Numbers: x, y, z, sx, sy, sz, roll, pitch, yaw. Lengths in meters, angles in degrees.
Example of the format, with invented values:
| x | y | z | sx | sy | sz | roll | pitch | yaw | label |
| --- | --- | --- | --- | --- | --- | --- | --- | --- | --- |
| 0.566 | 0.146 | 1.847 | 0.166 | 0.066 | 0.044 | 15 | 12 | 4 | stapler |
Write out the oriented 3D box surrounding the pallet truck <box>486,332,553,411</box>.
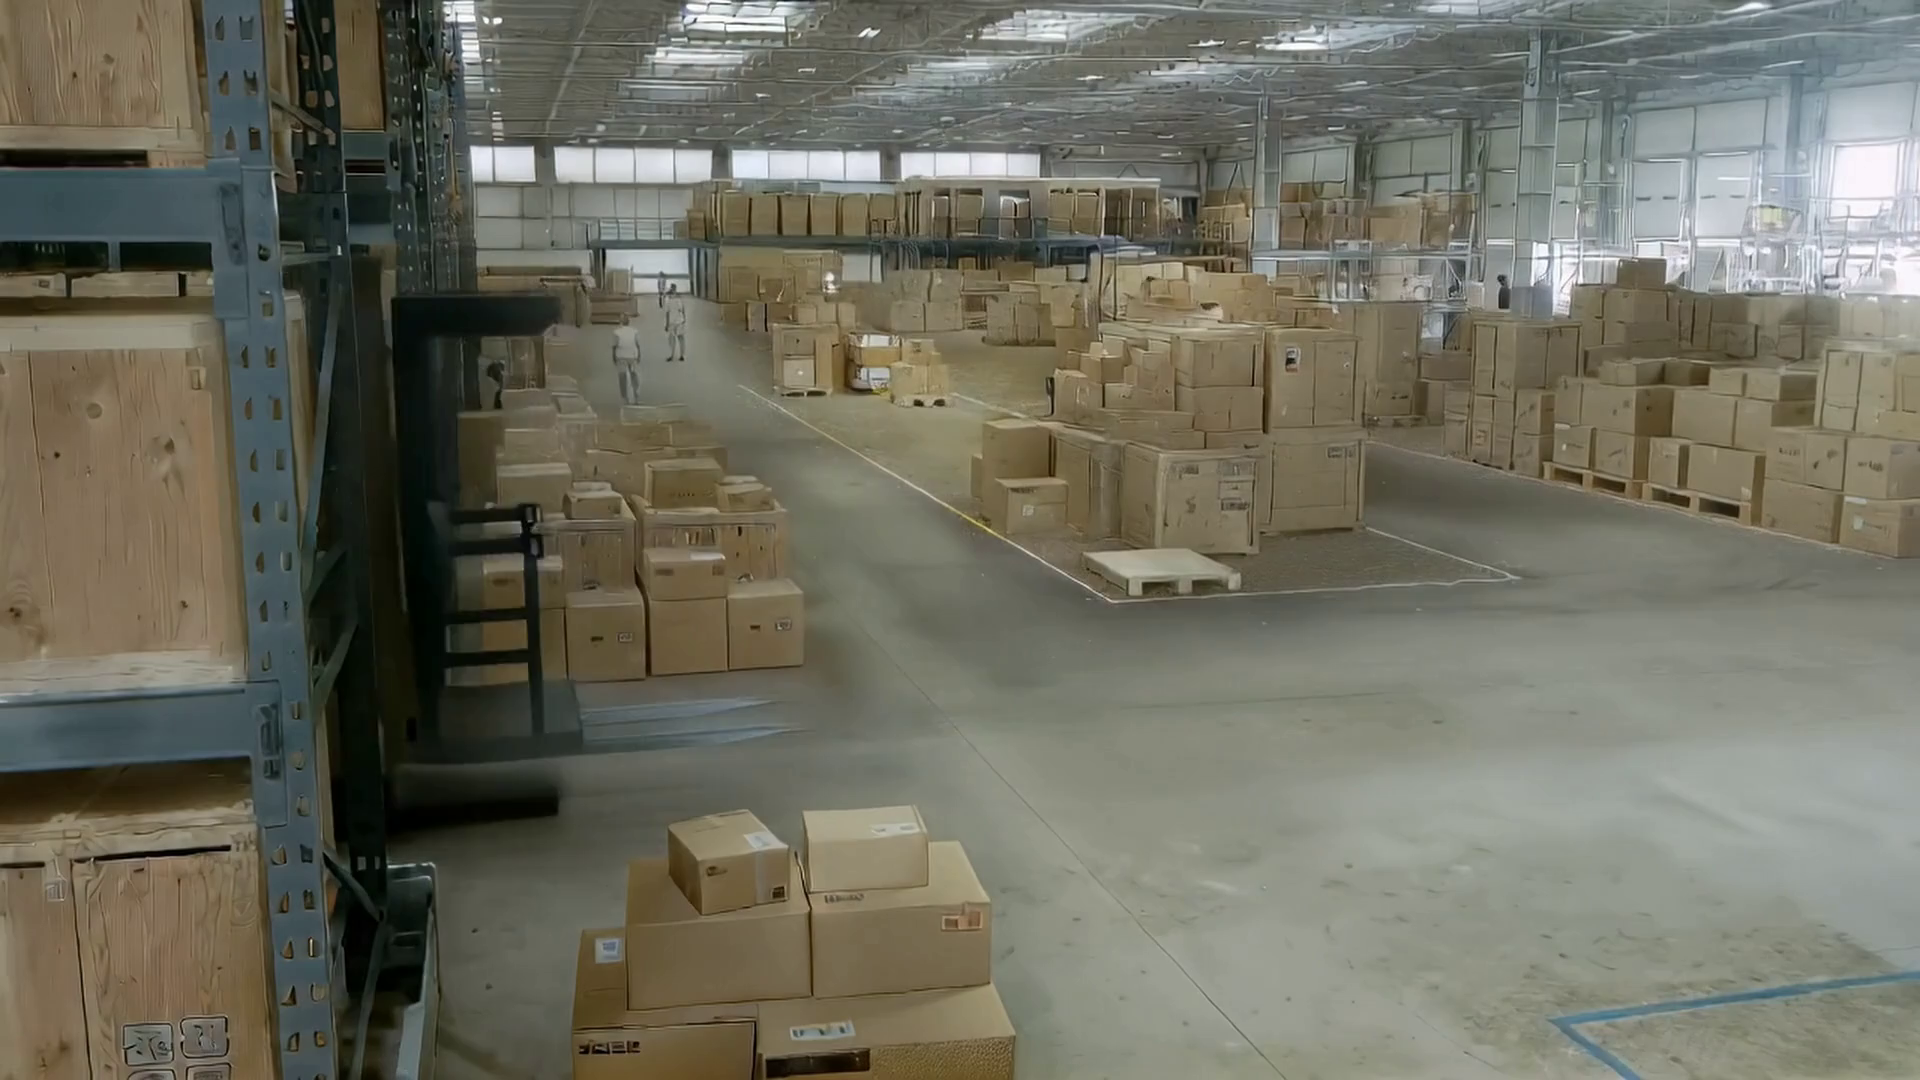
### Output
| x | y | z | sx | sy | sz | roll | pitch | yaw | label |
| --- | --- | --- | --- | --- | --- | --- | --- | --- | --- |
| -6.242 | -2.418 | 24.362 | 0.823 | 1.965 | 1.885 | 1 | 10 | 3 | pallet truck |

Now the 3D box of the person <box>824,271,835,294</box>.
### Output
| x | y | z | sx | sy | sz | roll | pitch | yaw | label |
| --- | --- | --- | --- | --- | --- | --- | --- | --- | --- |
| -4.499 | -8.280 | 57.476 | 0.410 | 2.035 | 0.601 | 0 | 10 | 1 | person |

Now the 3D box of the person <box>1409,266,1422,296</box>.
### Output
| x | y | z | sx | sy | sz | roll | pitch | yaw | label |
| --- | --- | --- | --- | --- | --- | --- | --- | --- | --- |
| 21.068 | -11.686 | 76.975 | 0.664 | 1.949 | 0.550 | -2 | 10 | -9 | person |

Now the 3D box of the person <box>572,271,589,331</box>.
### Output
| x | y | z | sx | sy | sz | roll | pitch | yaw | label |
| --- | --- | --- | --- | --- | --- | --- | --- | --- | --- |
| -12.876 | -8.110 | 56.472 | 0.536 | 2.000 | 0.684 | -3 | 10 | -15 | person |

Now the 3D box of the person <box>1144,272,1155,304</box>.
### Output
| x | y | z | sx | sy | sz | roll | pitch | yaw | label |
| --- | --- | --- | --- | --- | --- | --- | --- | --- | --- |
| 7.198 | -9.384 | 64.128 | 0.691 | 1.890 | 0.608 | 3 | 10 | 17 | person |

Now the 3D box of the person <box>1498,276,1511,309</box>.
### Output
| x | y | z | sx | sy | sz | roll | pitch | yaw | label |
| --- | --- | --- | --- | --- | --- | --- | --- | --- | --- |
| 17.091 | -7.268 | 51.968 | 0.967 | 1.948 | 0.620 | 9 | 13 | 41 | person |

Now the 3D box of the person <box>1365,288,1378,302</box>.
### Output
| x | y | z | sx | sy | sz | roll | pitch | yaw | label |
| --- | --- | --- | --- | --- | --- | --- | --- | --- | --- |
| 10.175 | -5.336 | 41.316 | 0.507 | 1.846 | 0.351 | -7 | 12 | -33 | person |

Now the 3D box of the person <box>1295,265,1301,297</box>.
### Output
| x | y | z | sx | sy | sz | roll | pitch | yaw | label |
| --- | --- | --- | --- | --- | --- | --- | --- | --- | --- |
| 16.513 | -12.444 | 81.294 | 0.353 | 1.942 | 0.545 | 2 | 10 | 13 | person |

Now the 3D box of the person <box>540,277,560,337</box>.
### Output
| x | y | z | sx | sy | sz | roll | pitch | yaw | label |
| --- | --- | --- | --- | --- | --- | --- | --- | --- | --- |
| -13.231 | -7.441 | 53.086 | 0.912 | 1.906 | 0.556 | 5 | 11 | 24 | person |

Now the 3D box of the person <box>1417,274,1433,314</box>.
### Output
| x | y | z | sx | sy | sz | roll | pitch | yaw | label |
| --- | --- | --- | --- | --- | --- | --- | --- | --- | --- |
| 16.108 | -8.280 | 57.877 | 0.591 | 1.890 | 0.919 | 7 | 12 | 36 | person |

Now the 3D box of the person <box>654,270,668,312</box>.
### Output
| x | y | z | sx | sy | sz | roll | pitch | yaw | label |
| --- | --- | --- | --- | --- | --- | --- | --- | --- | --- |
| -13.016 | -10.817 | 72.332 | 0.594 | 1.863 | 0.836 | 0 | 10 | -1 | person |

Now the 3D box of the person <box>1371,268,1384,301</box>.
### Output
| x | y | z | sx | sy | sz | roll | pitch | yaw | label |
| --- | --- | --- | --- | --- | --- | --- | --- | --- | --- |
| 17.924 | -10.697 | 71.437 | 0.621 | 1.927 | 0.613 | 5 | 11 | 28 | person |

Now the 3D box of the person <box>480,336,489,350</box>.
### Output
| x | y | z | sx | sy | sz | roll | pitch | yaw | label |
| --- | --- | --- | --- | --- | --- | --- | --- | --- | --- |
| -13.310 | -6.039 | 45.857 | 0.541 | 1.642 | 0.895 | 4 | 11 | 24 | person |

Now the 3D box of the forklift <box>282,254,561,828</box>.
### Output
| x | y | z | sx | sy | sz | roll | pitch | yaw | label |
| --- | --- | --- | --- | --- | --- | --- | --- | --- | --- |
| -3.038 | -0.029 | 8.338 | 1.873 | 2.768 | 1.129 | -3 | 10 | -15 | forklift |

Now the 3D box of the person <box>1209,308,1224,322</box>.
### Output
| x | y | z | sx | sy | sz | roll | pitch | yaw | label |
| --- | --- | --- | --- | --- | --- | --- | --- | --- | --- |
| 4.142 | -2.821 | 26.992 | 0.550 | 1.889 | 1.012 | -5 | 11 | -24 | person |

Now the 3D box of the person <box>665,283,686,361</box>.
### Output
| x | y | z | sx | sy | sz | roll | pitch | yaw | label |
| --- | --- | --- | --- | --- | --- | --- | --- | --- | --- |
| -7.131 | -5.448 | 41.610 | 0.367 | 1.966 | 0.606 | 8 | 13 | 39 | person |

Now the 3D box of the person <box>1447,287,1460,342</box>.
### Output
| x | y | z | sx | sy | sz | roll | pitch | yaw | label |
| --- | --- | --- | --- | --- | --- | --- | --- | --- | --- |
| 14.136 | -6.357 | 47.447 | 0.516 | 1.715 | 0.555 | -6 | 12 | -29 | person |

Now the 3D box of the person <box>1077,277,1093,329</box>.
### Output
| x | y | z | sx | sy | sz | roll | pitch | yaw | label |
| --- | --- | --- | --- | --- | --- | --- | --- | --- | --- |
| 4.380 | -8.335 | 58.408 | 0.493 | 1.815 | 0.995 | -3 | 10 | -14 | person |

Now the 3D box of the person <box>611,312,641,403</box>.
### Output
| x | y | z | sx | sy | sz | roll | pitch | yaw | label |
| --- | --- | --- | --- | --- | --- | --- | --- | --- | --- |
| -6.086 | -3.325 | 30.367 | 0.545 | 1.685 | 0.545 | -3 | 11 | -19 | person |

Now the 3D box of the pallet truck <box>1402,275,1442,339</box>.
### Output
| x | y | z | sx | sy | sz | roll | pitch | yaw | label |
| --- | --- | --- | --- | --- | --- | --- | --- | --- | --- |
| 14.620 | -7.324 | 52.145 | 0.823 | 1.965 | 1.885 | 8 | 13 | 40 | pallet truck |

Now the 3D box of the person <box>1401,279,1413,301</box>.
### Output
| x | y | z | sx | sy | sz | roll | pitch | yaw | label |
| --- | --- | --- | --- | --- | --- | --- | --- | --- | --- |
| 16.488 | -8.768 | 61.199 | 0.557 | 1.690 | 0.352 | -3 | 10 | -14 | person |
